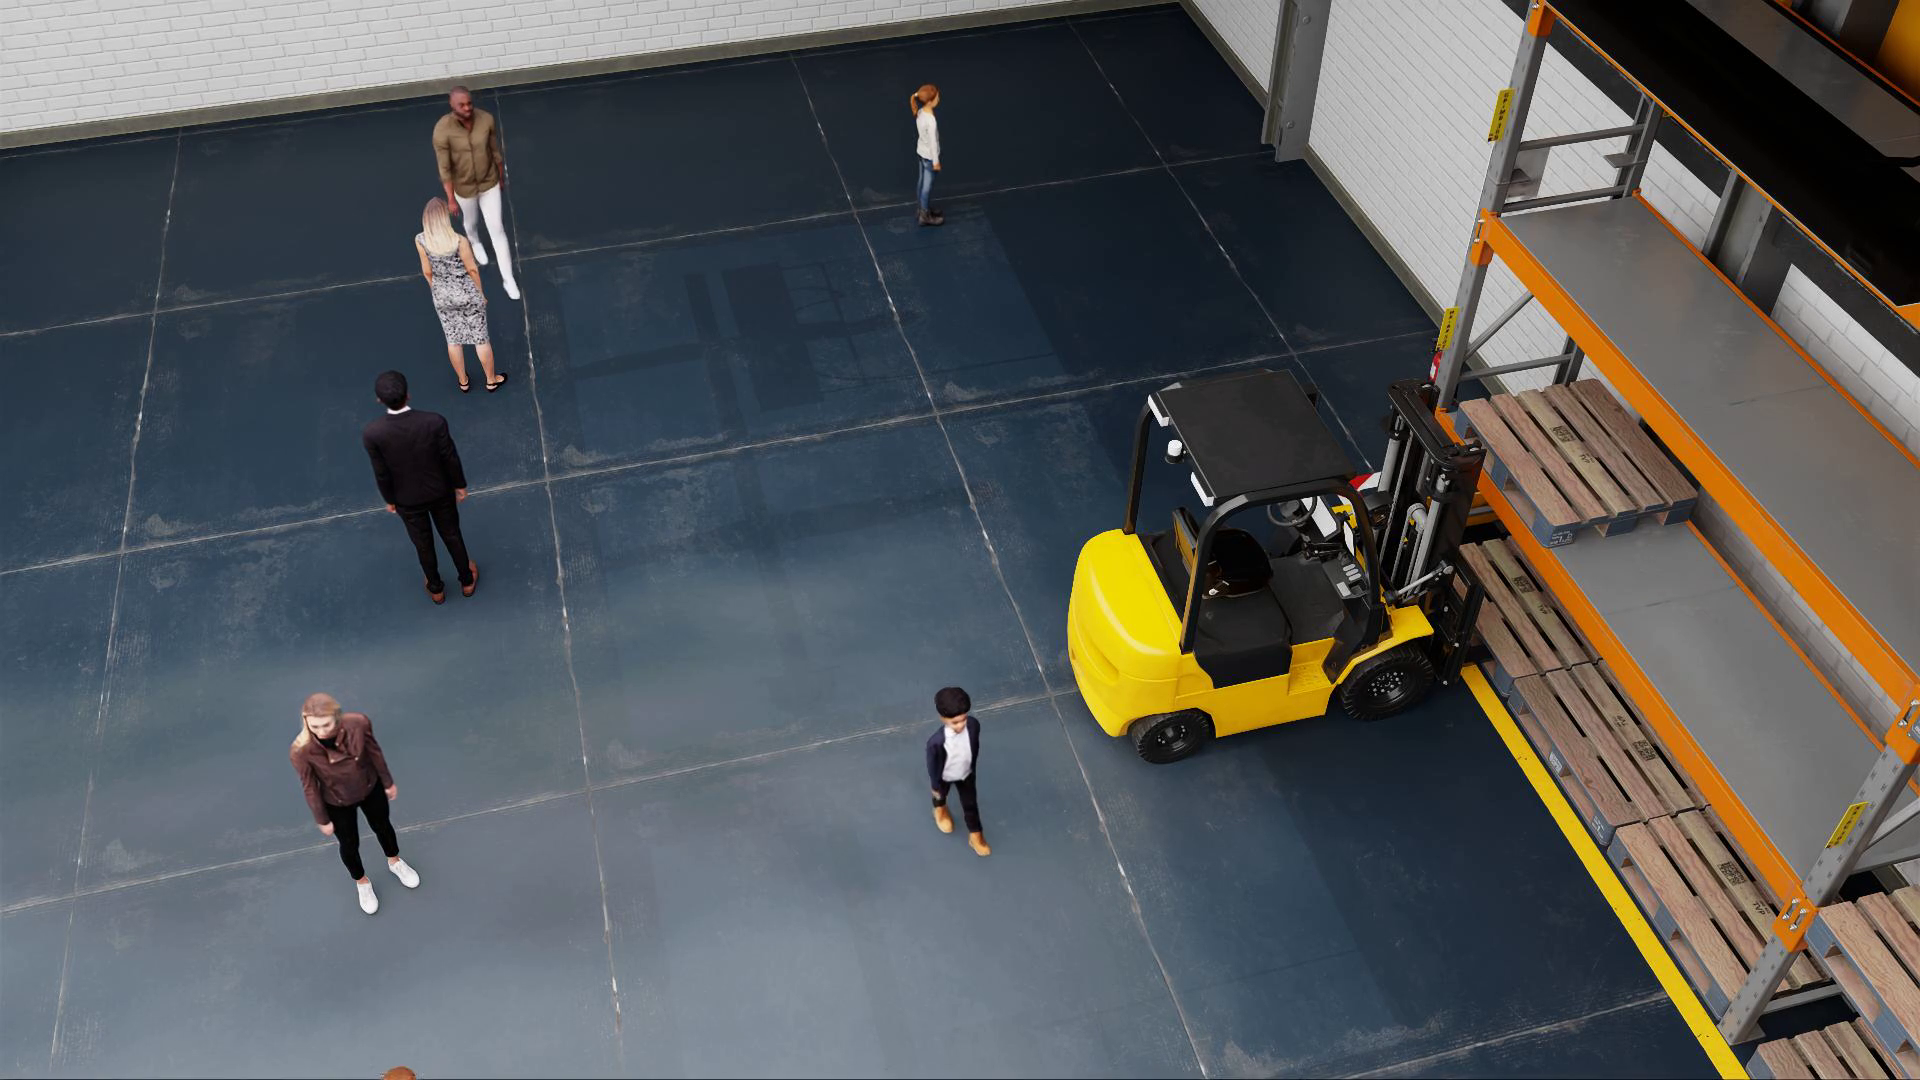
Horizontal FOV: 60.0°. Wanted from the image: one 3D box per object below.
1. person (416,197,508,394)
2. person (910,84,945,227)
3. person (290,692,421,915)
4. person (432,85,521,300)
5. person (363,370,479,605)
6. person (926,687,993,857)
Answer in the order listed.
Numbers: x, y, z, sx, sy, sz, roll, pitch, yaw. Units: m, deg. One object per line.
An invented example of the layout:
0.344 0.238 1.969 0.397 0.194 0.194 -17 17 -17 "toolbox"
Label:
-3.822 -1.836 12.633 0.620 1.706 0.594 2 44 2 "person"
-0.289 -3.360 14.516 0.528 1.314 0.437 -12 45 -12 "person"
-3.367 1.413 9.225 0.676 1.702 0.651 -30 51 -28 "person"
-4.038 -2.957 13.755 0.924 1.780 1.267 -21 47 -20 "person"
-3.534 -0.332 10.924 0.714 1.884 0.577 -15 46 -15 "person"
-0.072 1.280 9.724 0.581 1.206 0.779 -18 46 -18 "person"
